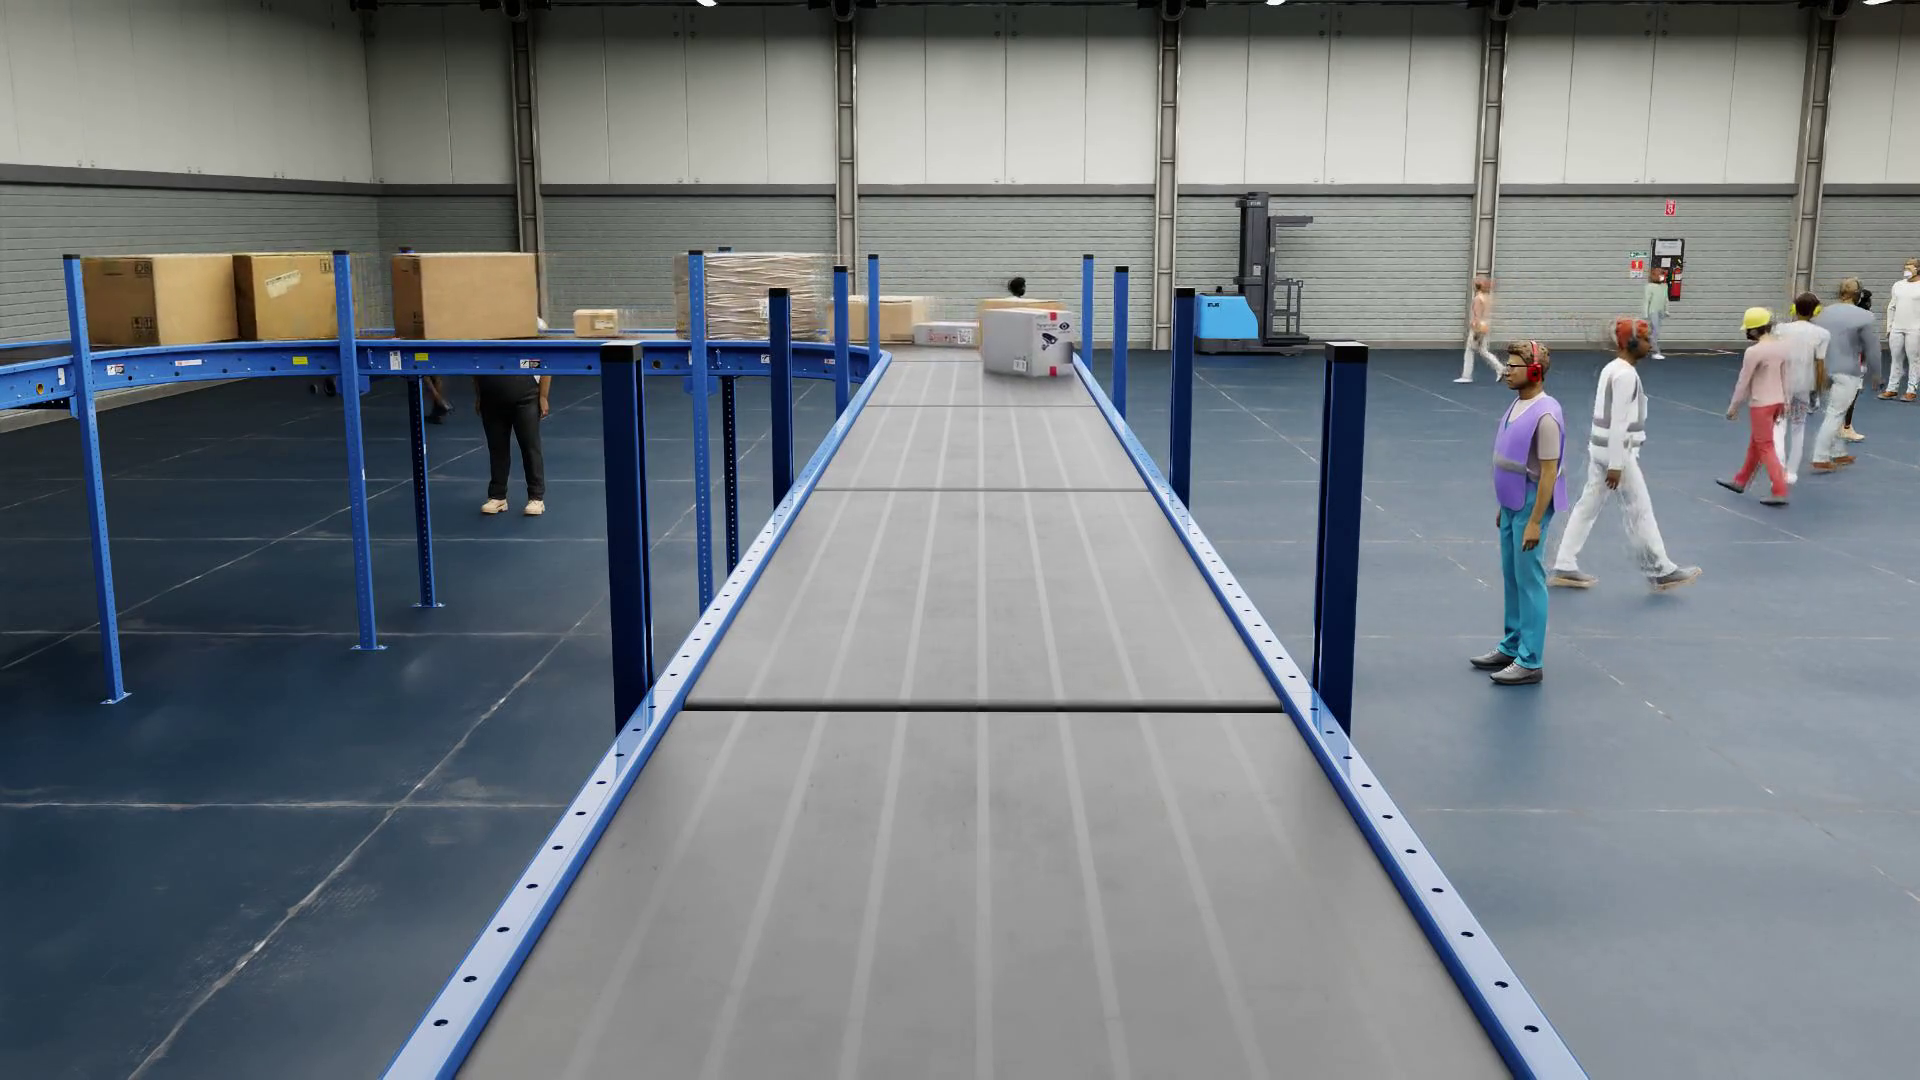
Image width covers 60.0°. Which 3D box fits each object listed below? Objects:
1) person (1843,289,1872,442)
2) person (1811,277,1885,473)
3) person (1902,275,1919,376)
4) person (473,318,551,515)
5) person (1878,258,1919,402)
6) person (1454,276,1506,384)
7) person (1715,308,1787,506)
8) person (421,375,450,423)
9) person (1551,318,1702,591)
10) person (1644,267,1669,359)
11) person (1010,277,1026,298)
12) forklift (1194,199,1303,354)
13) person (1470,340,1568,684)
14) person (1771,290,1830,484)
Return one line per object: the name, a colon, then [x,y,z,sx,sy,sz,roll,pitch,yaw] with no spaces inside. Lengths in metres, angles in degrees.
person: [10.071,-1.976,18.769,0.317,1.695,0.540,0,11,2]
person: [8.775,-1.625,16.414,0.863,1.903,0.635,-5,12,-22]
person: [15.121,-3.495,26.322,0.966,1.809,0.526,-7,13,-31]
person: [-3.805,-1.206,14.033,0.690,2.000,0.538,2,11,10]
person: [12.969,-2.875,22.765,0.372,1.940,0.629,-5,12,-26]
person: [7.871,-3.153,25.030,0.701,1.615,0.524,7,13,32]
person: [7.036,-1.183,14.676,0.550,1.710,0.837,-8,13,-34]
person: [-6.446,-2.381,20.327,0.401,1.901,0.613,3,12,17]
person: [4.496,-0.566,11.173,0.968,1.826,0.602,2,11,9]
person: [12.365,-4.061,29.700,0.500,1.612,0.712,-6,13,-29]
person: [0.758,-2.920,23.705,0.824,1.662,0.533,-4,12,-21]
forklift: [5.313,-4.851,30.603,1.873,2.768,1.129,0,11,1]
person: [3.068,-0.154,9.016,0.389,1.847,0.563,0,11,0]
person: [7.759,-1.401,15.481,0.514,1.834,0.893,5,12,23]
